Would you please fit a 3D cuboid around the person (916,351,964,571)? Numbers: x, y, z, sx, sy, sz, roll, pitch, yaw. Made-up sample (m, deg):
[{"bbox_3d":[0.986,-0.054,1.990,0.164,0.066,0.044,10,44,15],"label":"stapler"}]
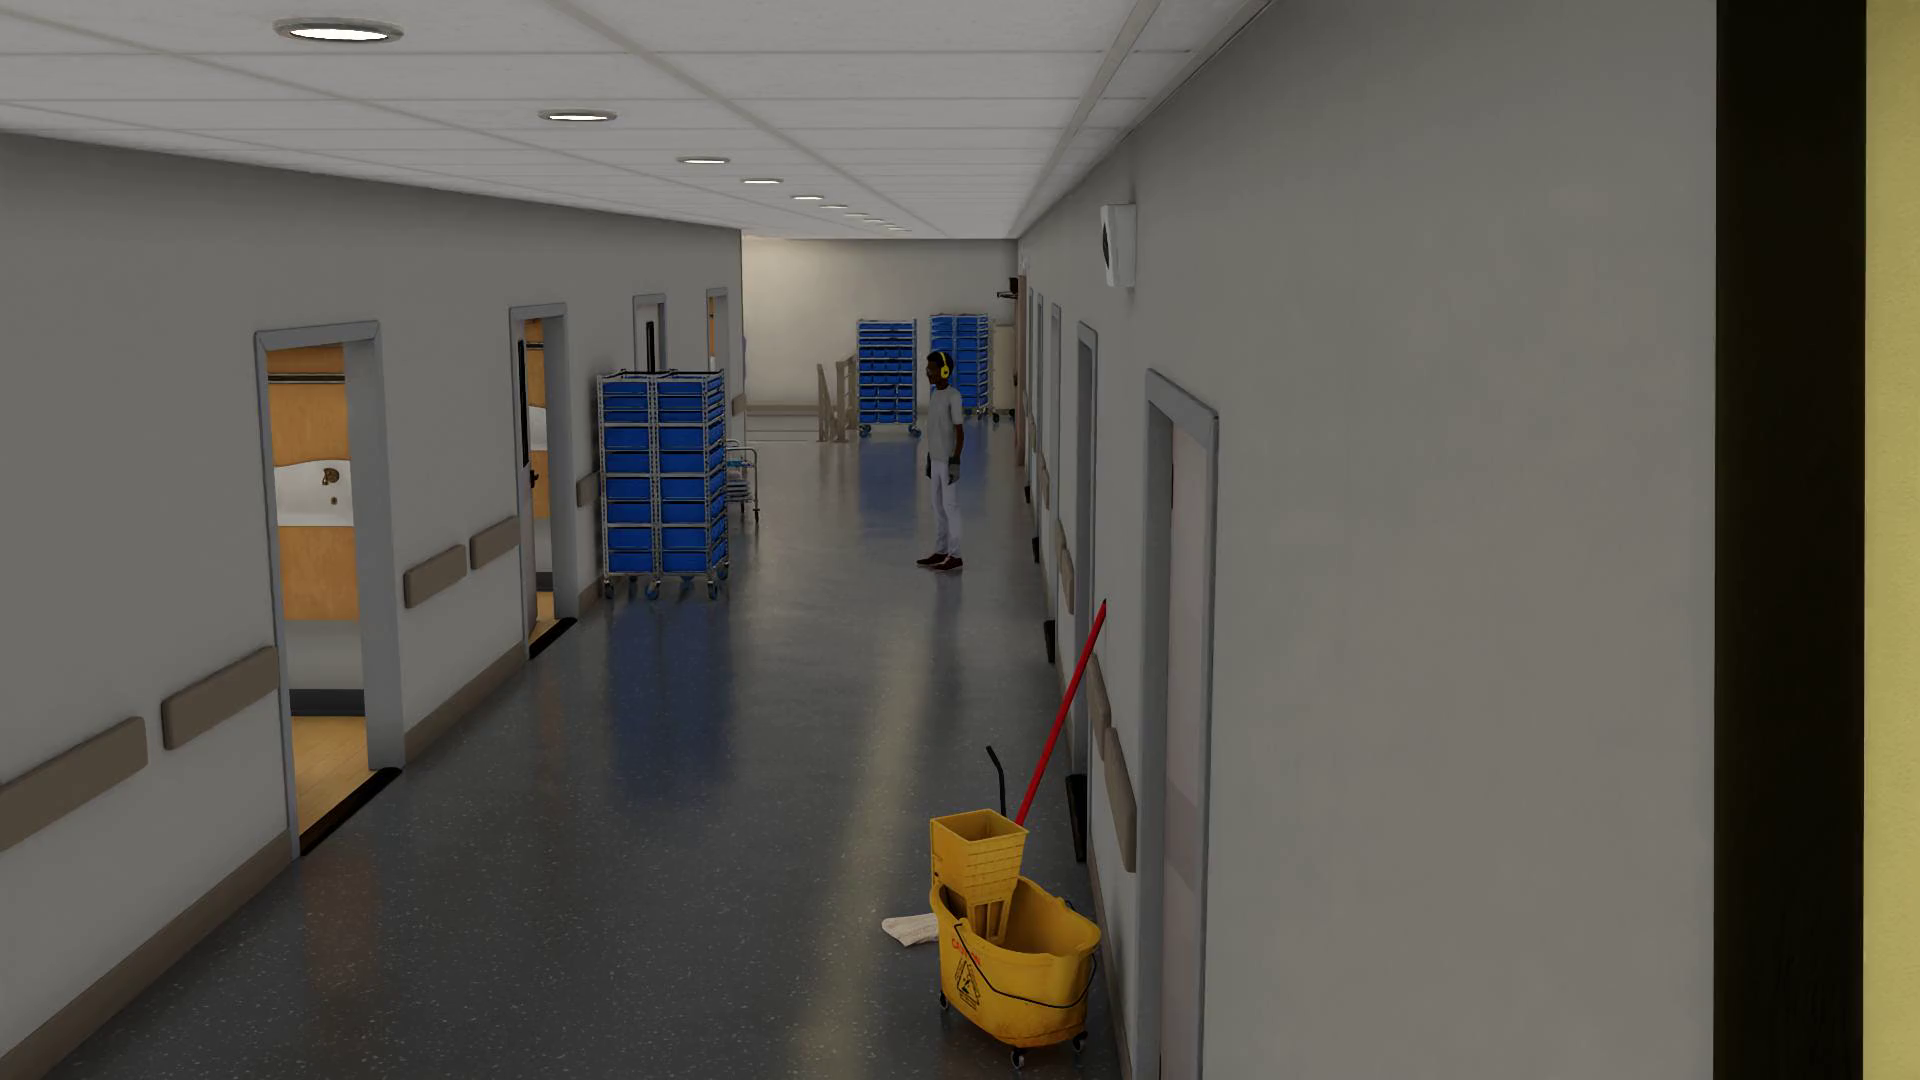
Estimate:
[{"bbox_3d":[-0.156,-0.675,14.221,0.313,1.869,0.538,-5,11,-27],"label":"person"}]
